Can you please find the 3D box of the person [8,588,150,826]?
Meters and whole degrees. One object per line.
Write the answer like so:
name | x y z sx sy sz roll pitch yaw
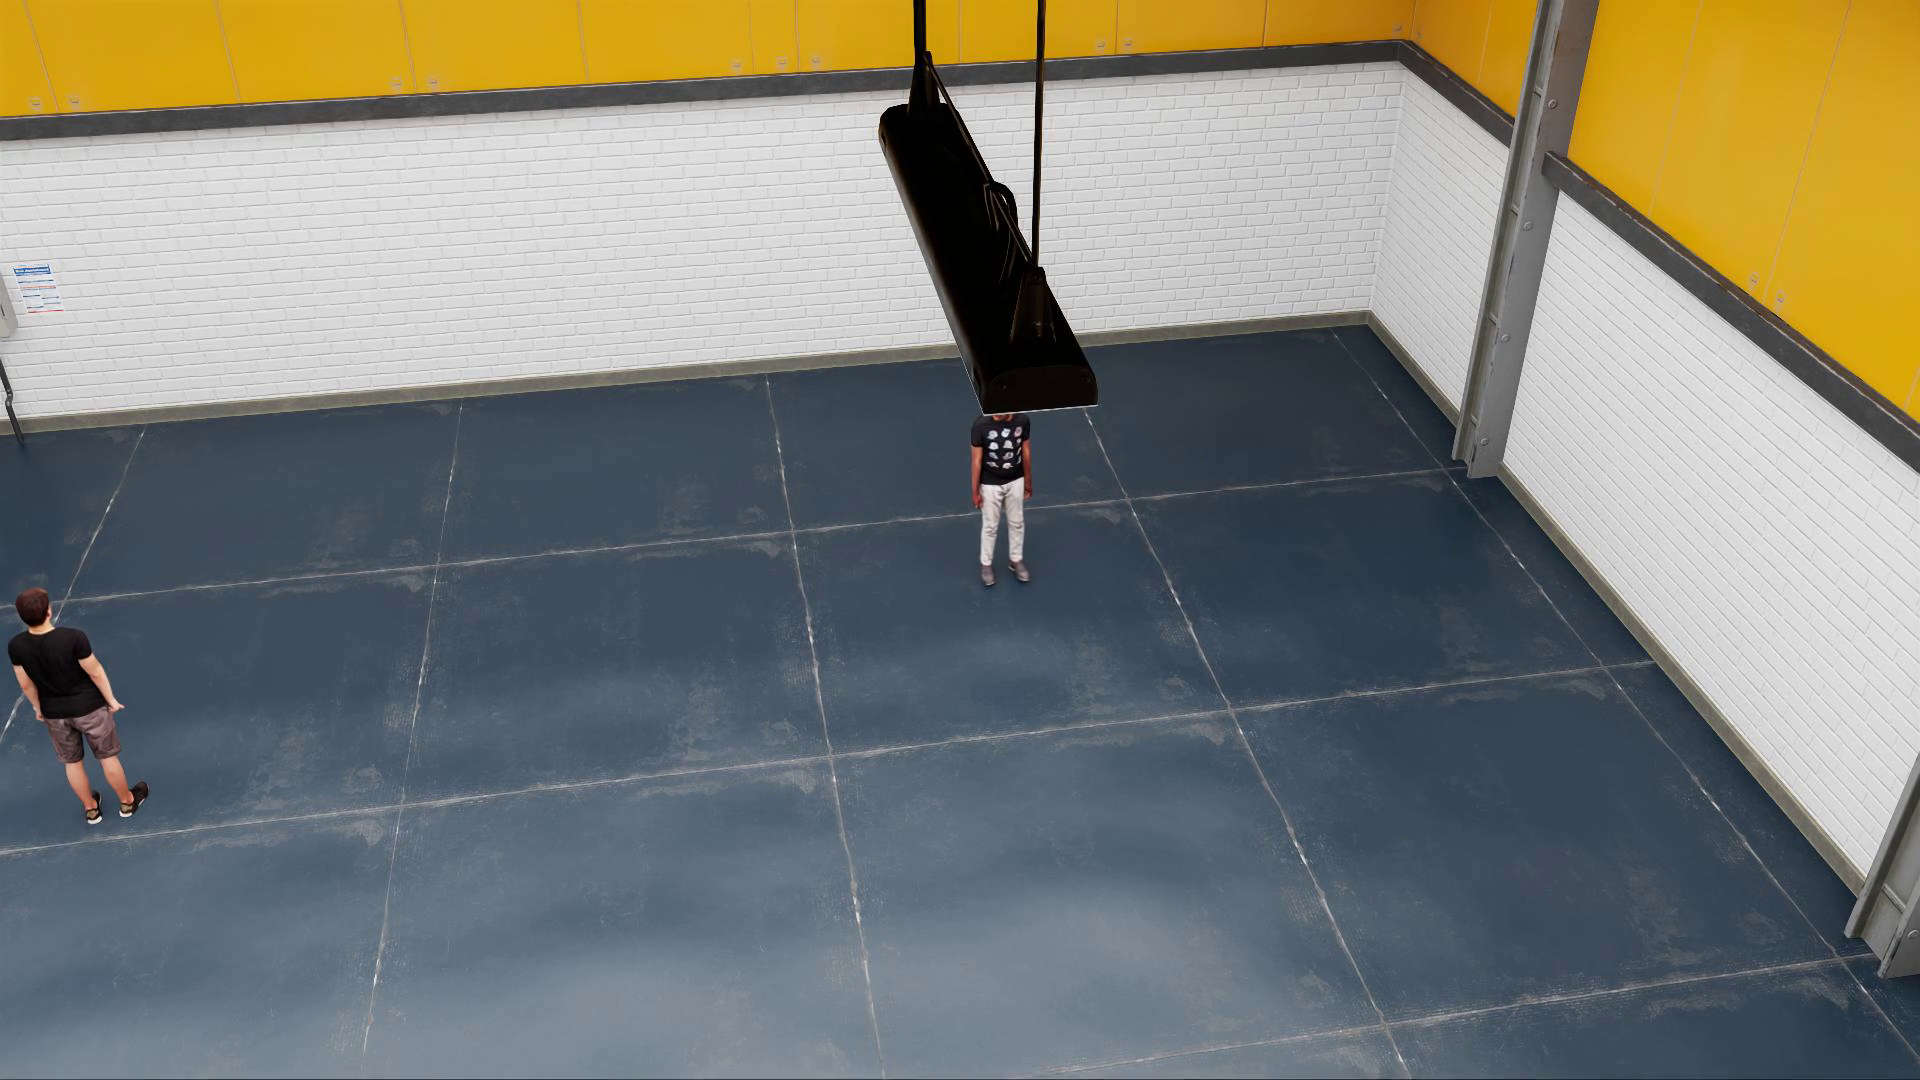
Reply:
person | -5.876 1.100 10.994 0.685 1.861 0.582 -7 34 -11

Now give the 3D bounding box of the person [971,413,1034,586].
person | 0.333 -0.474 13.418 0.687 1.800 0.640 -9 35 -14
